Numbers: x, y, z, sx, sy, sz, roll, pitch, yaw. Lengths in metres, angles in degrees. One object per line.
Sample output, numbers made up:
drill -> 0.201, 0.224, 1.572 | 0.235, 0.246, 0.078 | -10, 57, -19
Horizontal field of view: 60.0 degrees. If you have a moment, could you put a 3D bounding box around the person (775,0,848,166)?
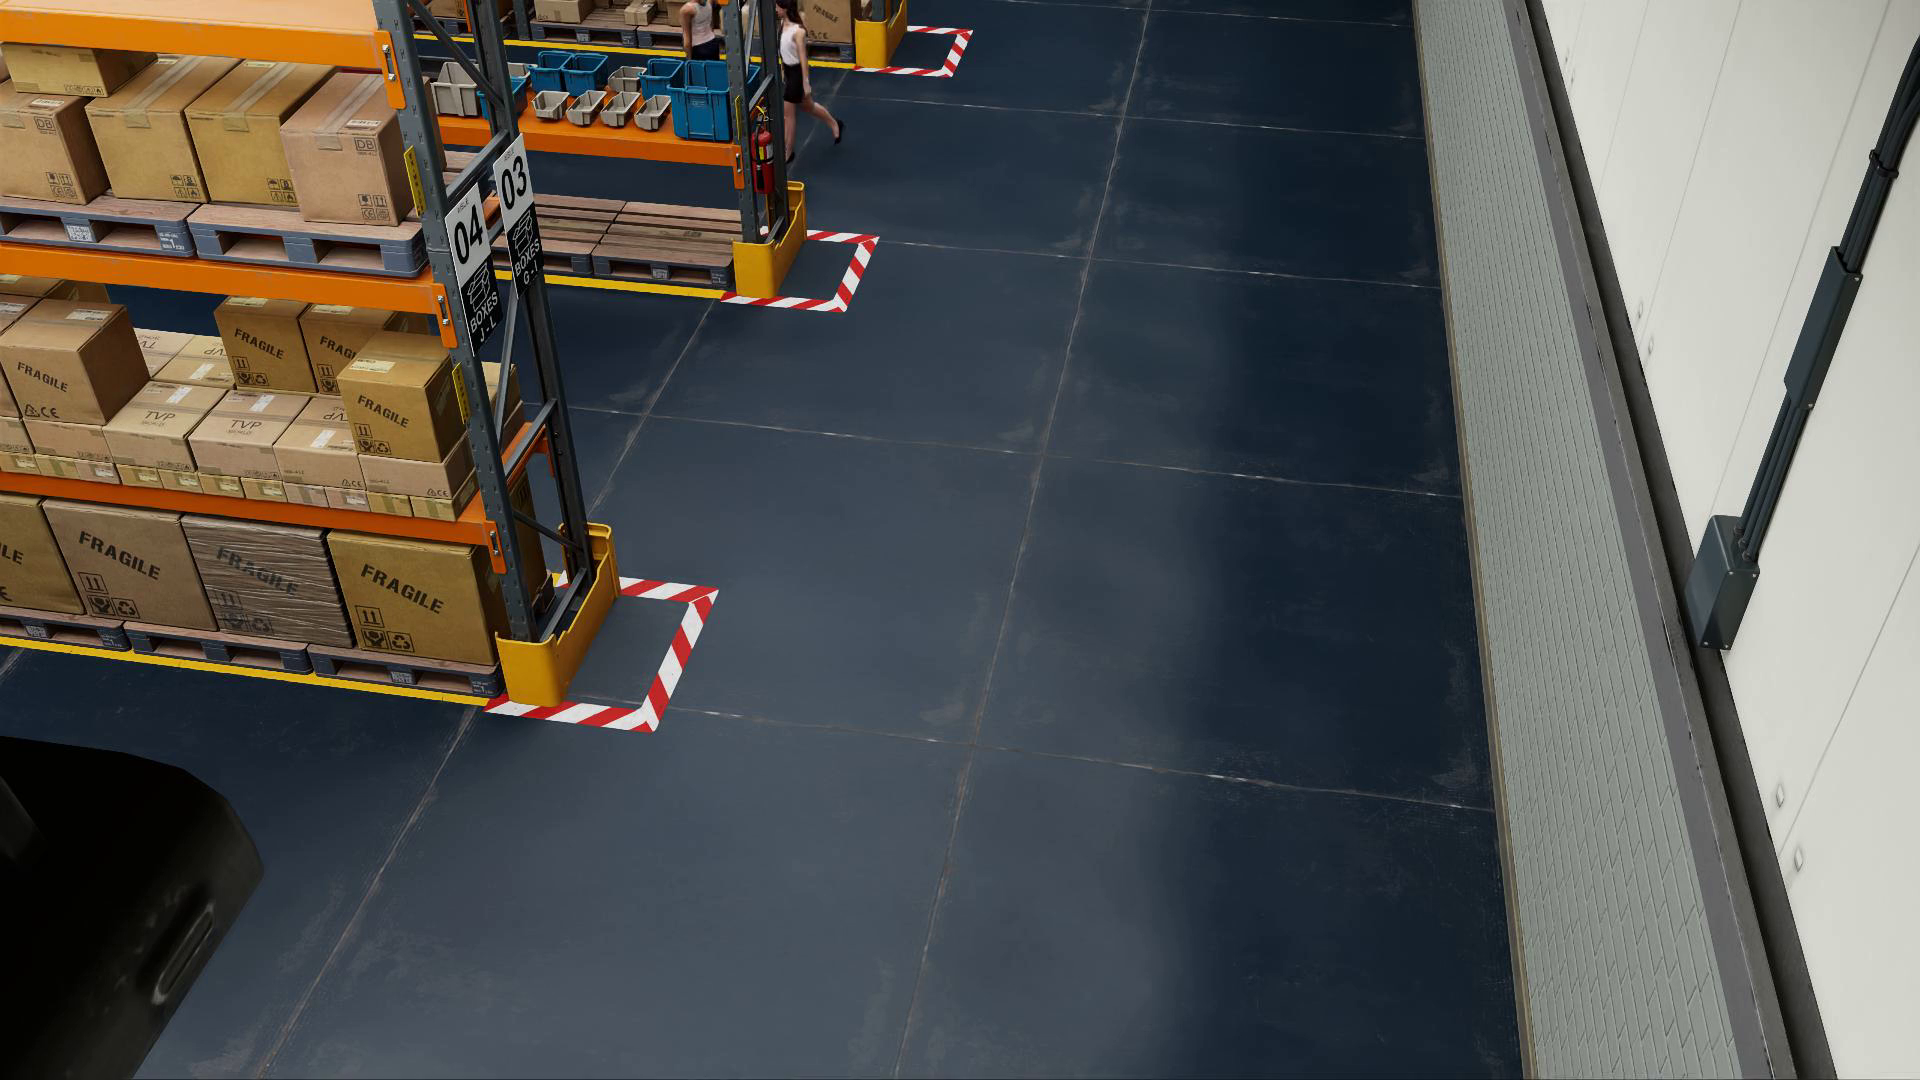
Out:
person -> -1.436, -4.289, 15.447 | 1.109, 1.613, 1.042 | -23, 44, -27

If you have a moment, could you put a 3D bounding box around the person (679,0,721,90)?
person -> -2.353, -4.507, 15.665 | 0.830, 1.688, 0.763 | 27, 45, 30
